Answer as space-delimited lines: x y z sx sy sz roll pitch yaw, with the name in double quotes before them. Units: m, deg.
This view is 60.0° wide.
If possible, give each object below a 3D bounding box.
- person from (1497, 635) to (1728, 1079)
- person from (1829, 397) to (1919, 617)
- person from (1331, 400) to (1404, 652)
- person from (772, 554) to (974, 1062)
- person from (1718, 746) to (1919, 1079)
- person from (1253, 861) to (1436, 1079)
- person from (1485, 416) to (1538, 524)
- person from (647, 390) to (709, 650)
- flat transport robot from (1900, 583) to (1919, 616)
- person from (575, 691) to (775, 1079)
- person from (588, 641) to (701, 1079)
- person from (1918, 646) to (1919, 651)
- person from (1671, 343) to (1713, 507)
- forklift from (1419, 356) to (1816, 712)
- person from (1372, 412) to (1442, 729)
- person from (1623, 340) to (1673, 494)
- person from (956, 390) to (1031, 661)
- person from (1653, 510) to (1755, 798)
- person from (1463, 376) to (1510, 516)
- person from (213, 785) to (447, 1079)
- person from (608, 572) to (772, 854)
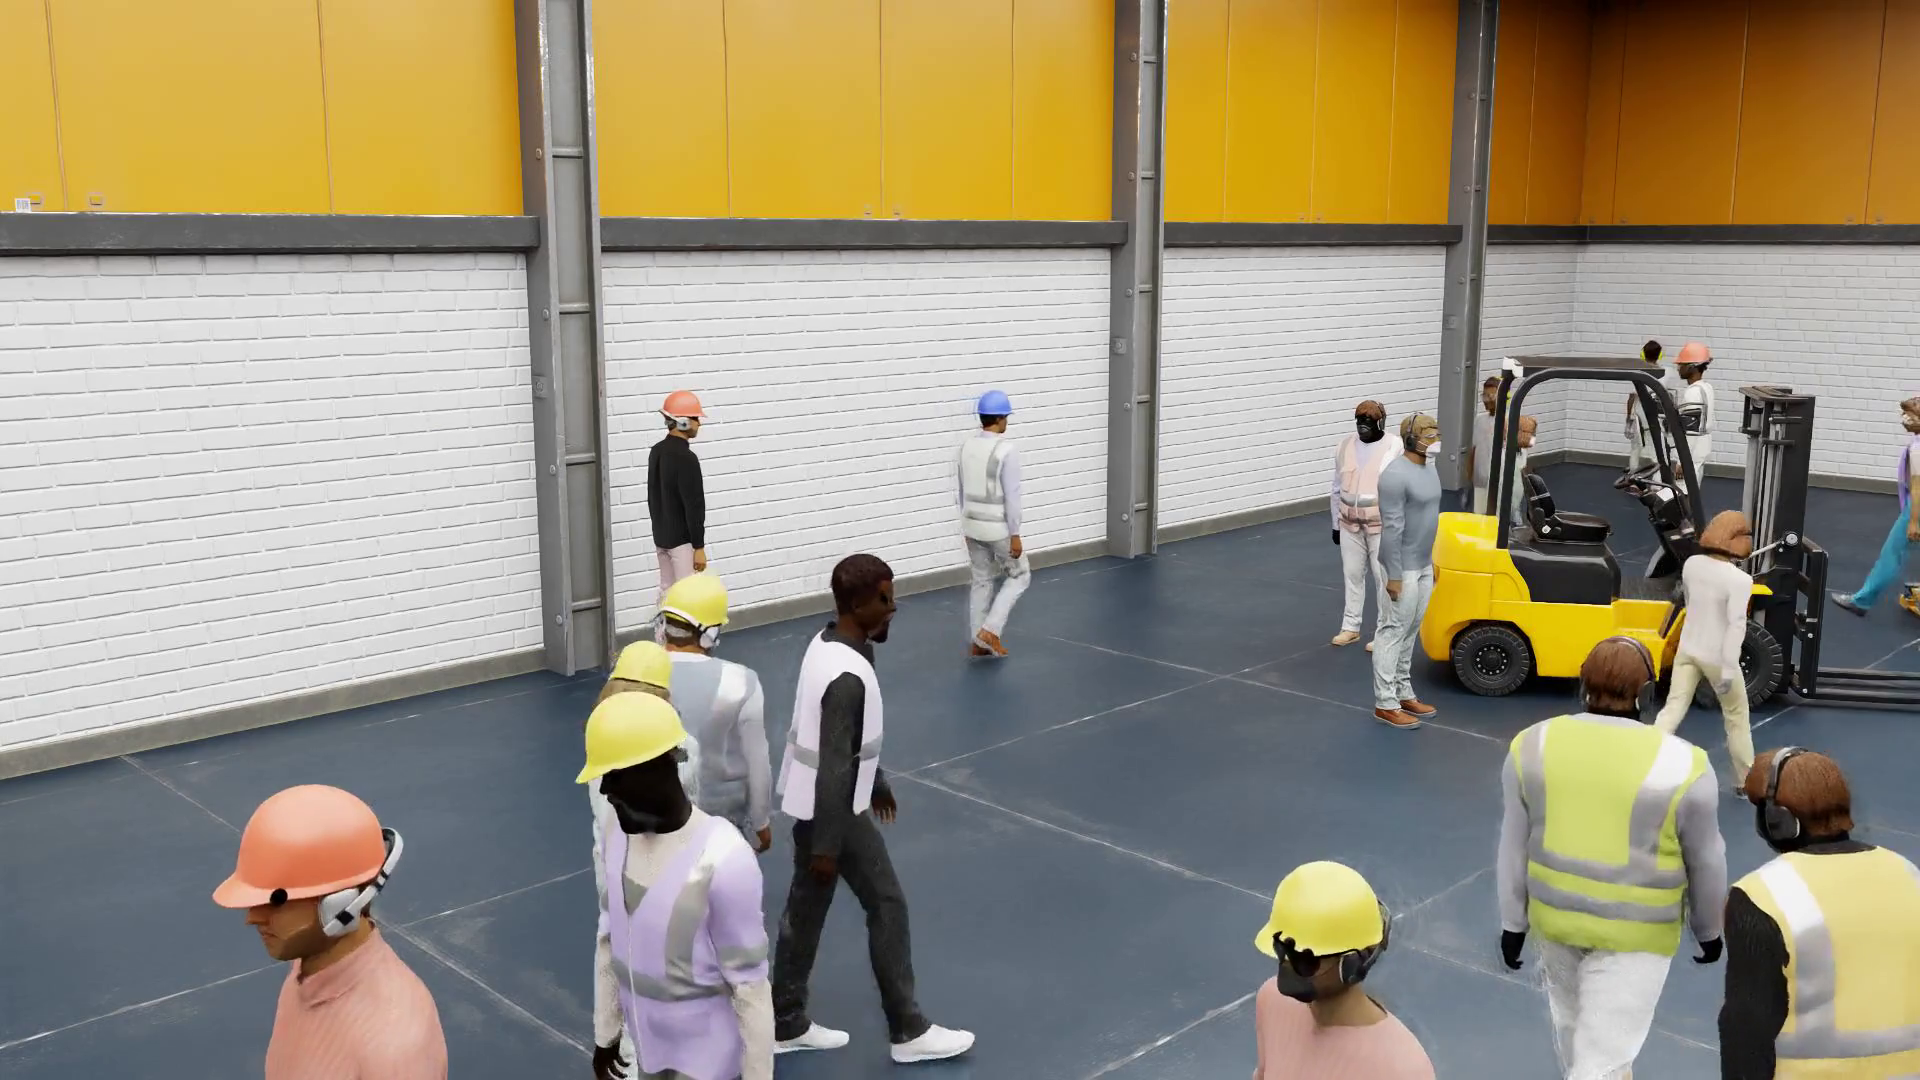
"person" 2.064 1.177 5.223 0.627 1.788 0.971 10 14 43
"person" 7.305 -0.213 12.802 0.645 1.773 0.981 -8 13 -39
"person" 2.967 -0.104 12.098 0.618 1.836 0.431 9 14 40
"person" -0.331 0.976 6.052 0.863 1.880 0.607 -2 11 -13
"person" 2.145 1.401 4.169 0.640 1.739 1.112 -3 11 -16
"person" 0.866 1.500 3.573 0.581 1.753 0.533 -6 12 -28
"person" 4.378 -0.181 13.154 0.615 1.604 0.524 8 13 37
"person" -1.851 -0.005 11.100 0.396 1.990 0.622 -7 13 -35
"flat transport robot" 7.737 0.566 12.688 0.652 0.197 1.431 3 11 15
"person" -0.656 1.285 4.373 0.784 1.888 0.594 -10 14 -42
"person" -1.038 1.192 5.368 0.411 1.697 0.625 6 12 30
"person" 7.093 -0.113 11.765 0.363 1.962 0.612 2 11 13
"person" 6.611 -0.761 15.144 0.421 2.041 0.635 7 12 33
"forklift" 4.276 -0.101 11.076 2.313 2.155 1.214 2 11 13
"person" 2.775 0.176 10.262 0.371 1.940 0.627 8 13 36
"person" 7.885 -1.375 19.044 0.538 1.827 0.948 2 11 11
"person" 0.234 -0.089 11.717 0.437 1.929 0.636 -9 14 -40
"person" 3.978 0.619 8.815 0.877 1.581 0.509 -4 11 -19
"person" 4.370 -0.421 13.715 0.317 1.870 0.518 -7 12 -32
"person" -1.194 1.432 3.267 0.398 1.990 0.619 -8 13 -38
"person" -0.992 1.010 6.079 0.599 1.807 0.428 1 10 7
